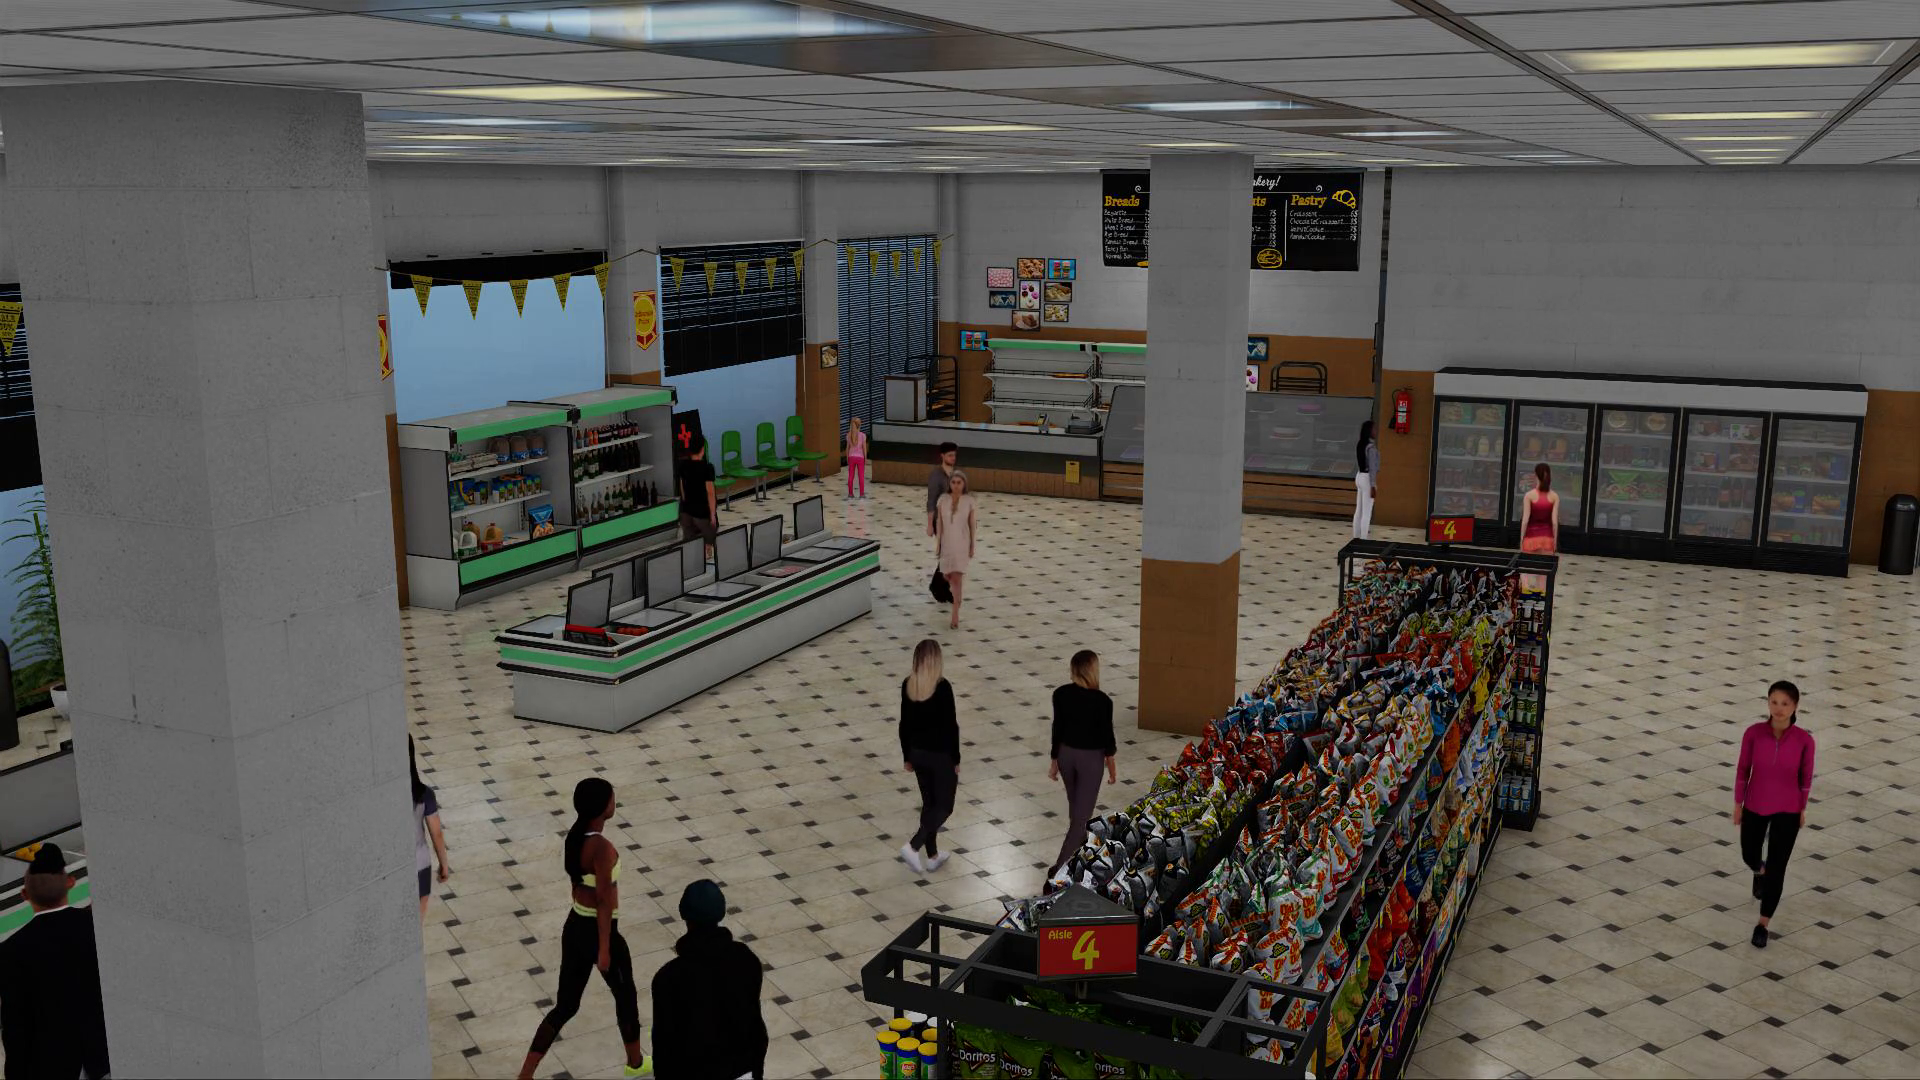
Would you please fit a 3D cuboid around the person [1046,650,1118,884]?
[{"bbox_3d":[0.769,1.594,11.212,0.682,1.632,1.048,8,14,33],"label":"person"}]

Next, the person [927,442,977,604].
[{"bbox_3d":[-0.222,-0.205,19.141,0.838,1.887,0.671,9,15,36],"label":"person"}]

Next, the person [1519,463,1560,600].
[{"bbox_3d":[6.395,0.034,18.355,0.631,1.742,0.733,2,12,11],"label":"person"}]

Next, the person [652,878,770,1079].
[{"bbox_3d":[-1.034,2.393,7.108,1.271,1.761,1.253,-8,14,-32],"label":"person"}]

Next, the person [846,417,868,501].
[{"bbox_3d":[-1.602,-1.264,25.665,0.522,1.271,0.542,2,12,11],"label":"person"}]

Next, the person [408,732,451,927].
[{"bbox_3d":[-3.207,1.947,9.466,0.945,1.662,1.172,-1,12,-4],"label":"person"}]

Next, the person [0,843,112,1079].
[{"bbox_3d":[-3.911,2.249,7.320,0.808,1.954,0.588,8,14,34],"label":"person"}]

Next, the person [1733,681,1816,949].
[{"bbox_3d":[5.175,1.703,10.591,0.635,1.676,1.035,7,14,30],"label":"person"}]

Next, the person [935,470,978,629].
[{"bbox_3d":[-0.052,0.082,18.196,0.757,1.713,1.044,2,12,9],"label":"person"}]

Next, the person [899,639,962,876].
[{"bbox_3d":[-0.245,1.532,11.416,0.718,1.670,0.923,8,14,34],"label":"person"}]

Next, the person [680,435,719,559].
[{"bbox_3d":[-3.164,-0.295,19.700,0.710,1.832,0.999,5,13,23],"label":"person"}]

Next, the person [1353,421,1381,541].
[{"bbox_3d":[5.379,-0.722,21.993,0.726,1.722,0.613,-1,12,-5],"label":"person"}]

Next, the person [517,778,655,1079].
[{"bbox_3d":[-1.982,2.110,8.567,0.852,1.713,1.201,11,16,43],"label":"person"}]
